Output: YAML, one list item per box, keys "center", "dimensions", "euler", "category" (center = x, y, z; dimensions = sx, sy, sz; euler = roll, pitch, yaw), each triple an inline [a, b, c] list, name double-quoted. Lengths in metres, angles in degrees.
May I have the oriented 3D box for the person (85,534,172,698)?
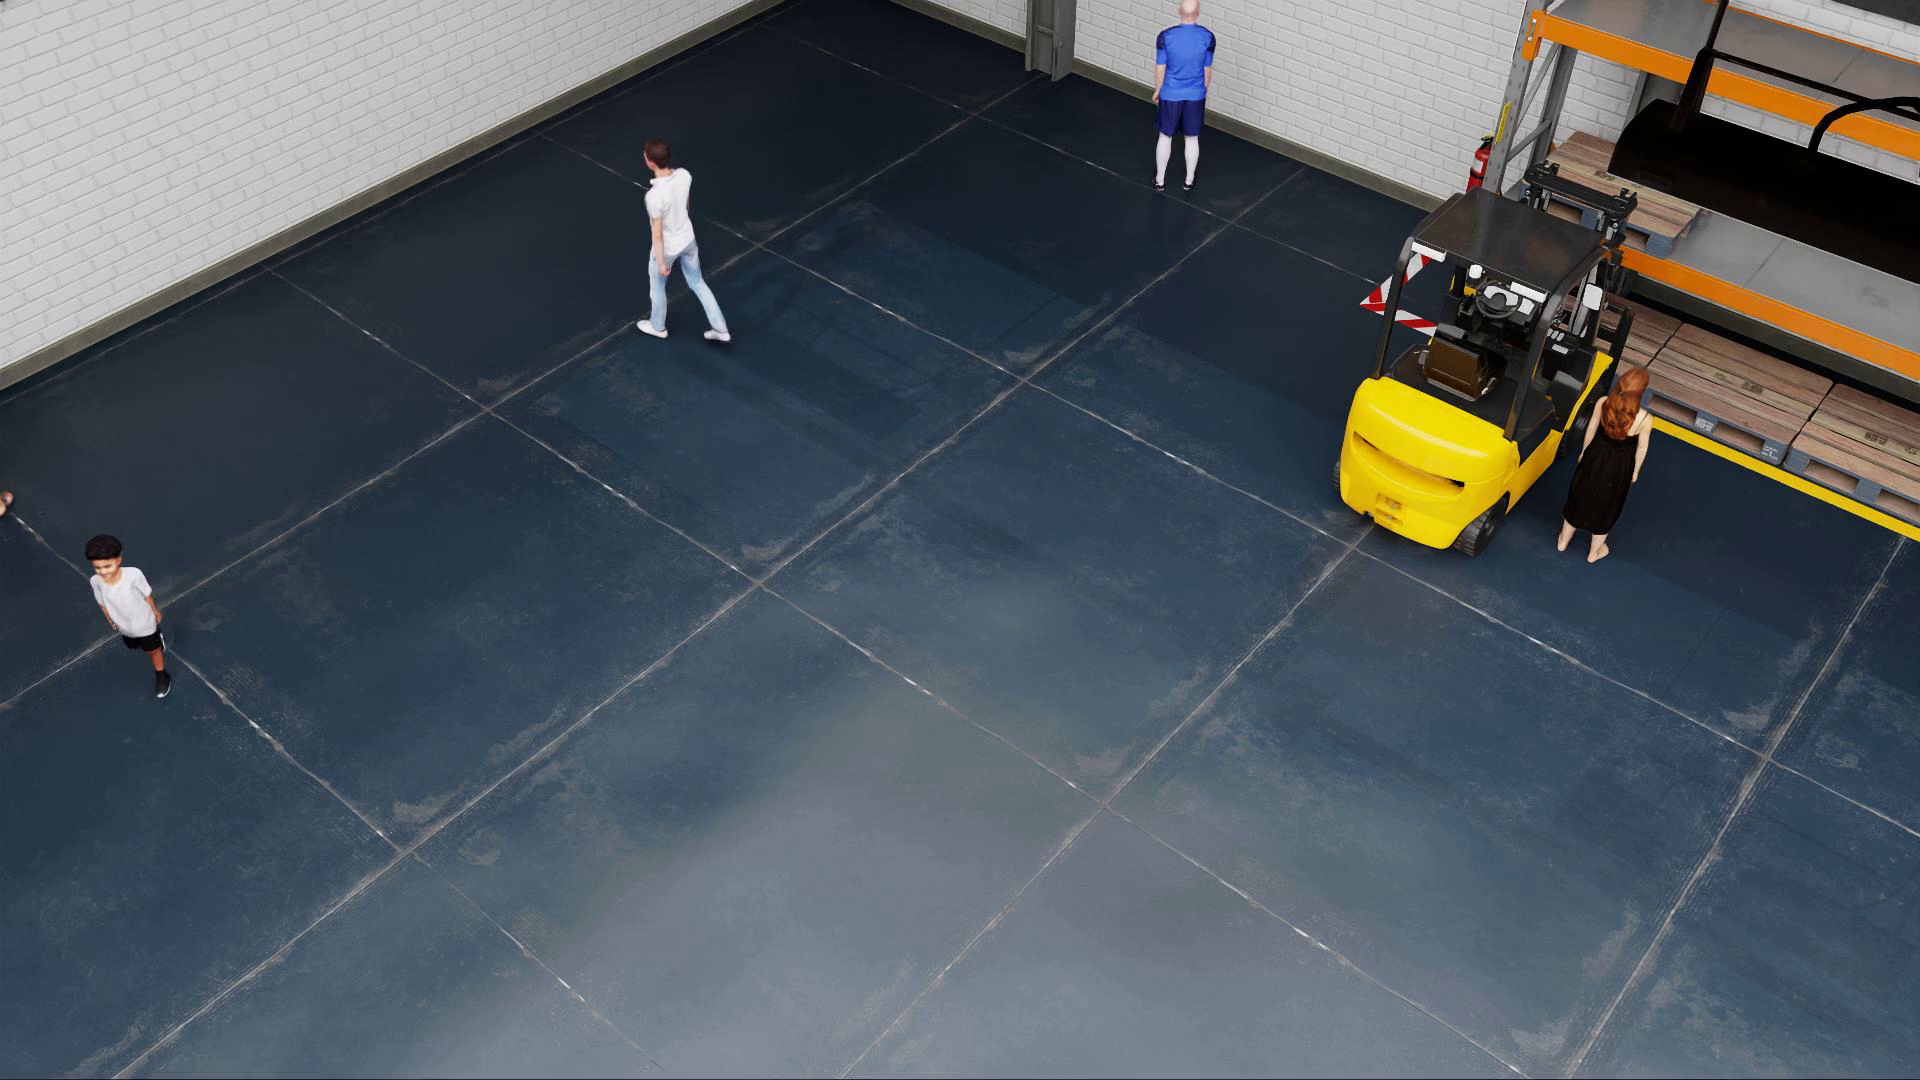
- center: [-5.282, 0.421, 10.633]
  dimensions: [0.720, 1.246, 0.812]
  euler: [-8, 44, -9]
  category: "person"

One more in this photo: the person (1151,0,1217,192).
- center: [1.976, -3.969, 14.811]
  dimensions: [0.728, 1.838, 0.817]
  euler: [1, 44, 1]
  category: "person"

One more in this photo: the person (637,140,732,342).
- center: [-2.173, -2.297, 13.067]
  dimensions: [1.043, 1.824, 0.709]
  euler: [26, 49, 24]
  category: "person"

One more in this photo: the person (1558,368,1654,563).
- center: [4.409, -0.515, 11.340]
  dimensions: [0.517, 1.625, 0.630]
  euler: [27, 50, 25]
  category: "person"
